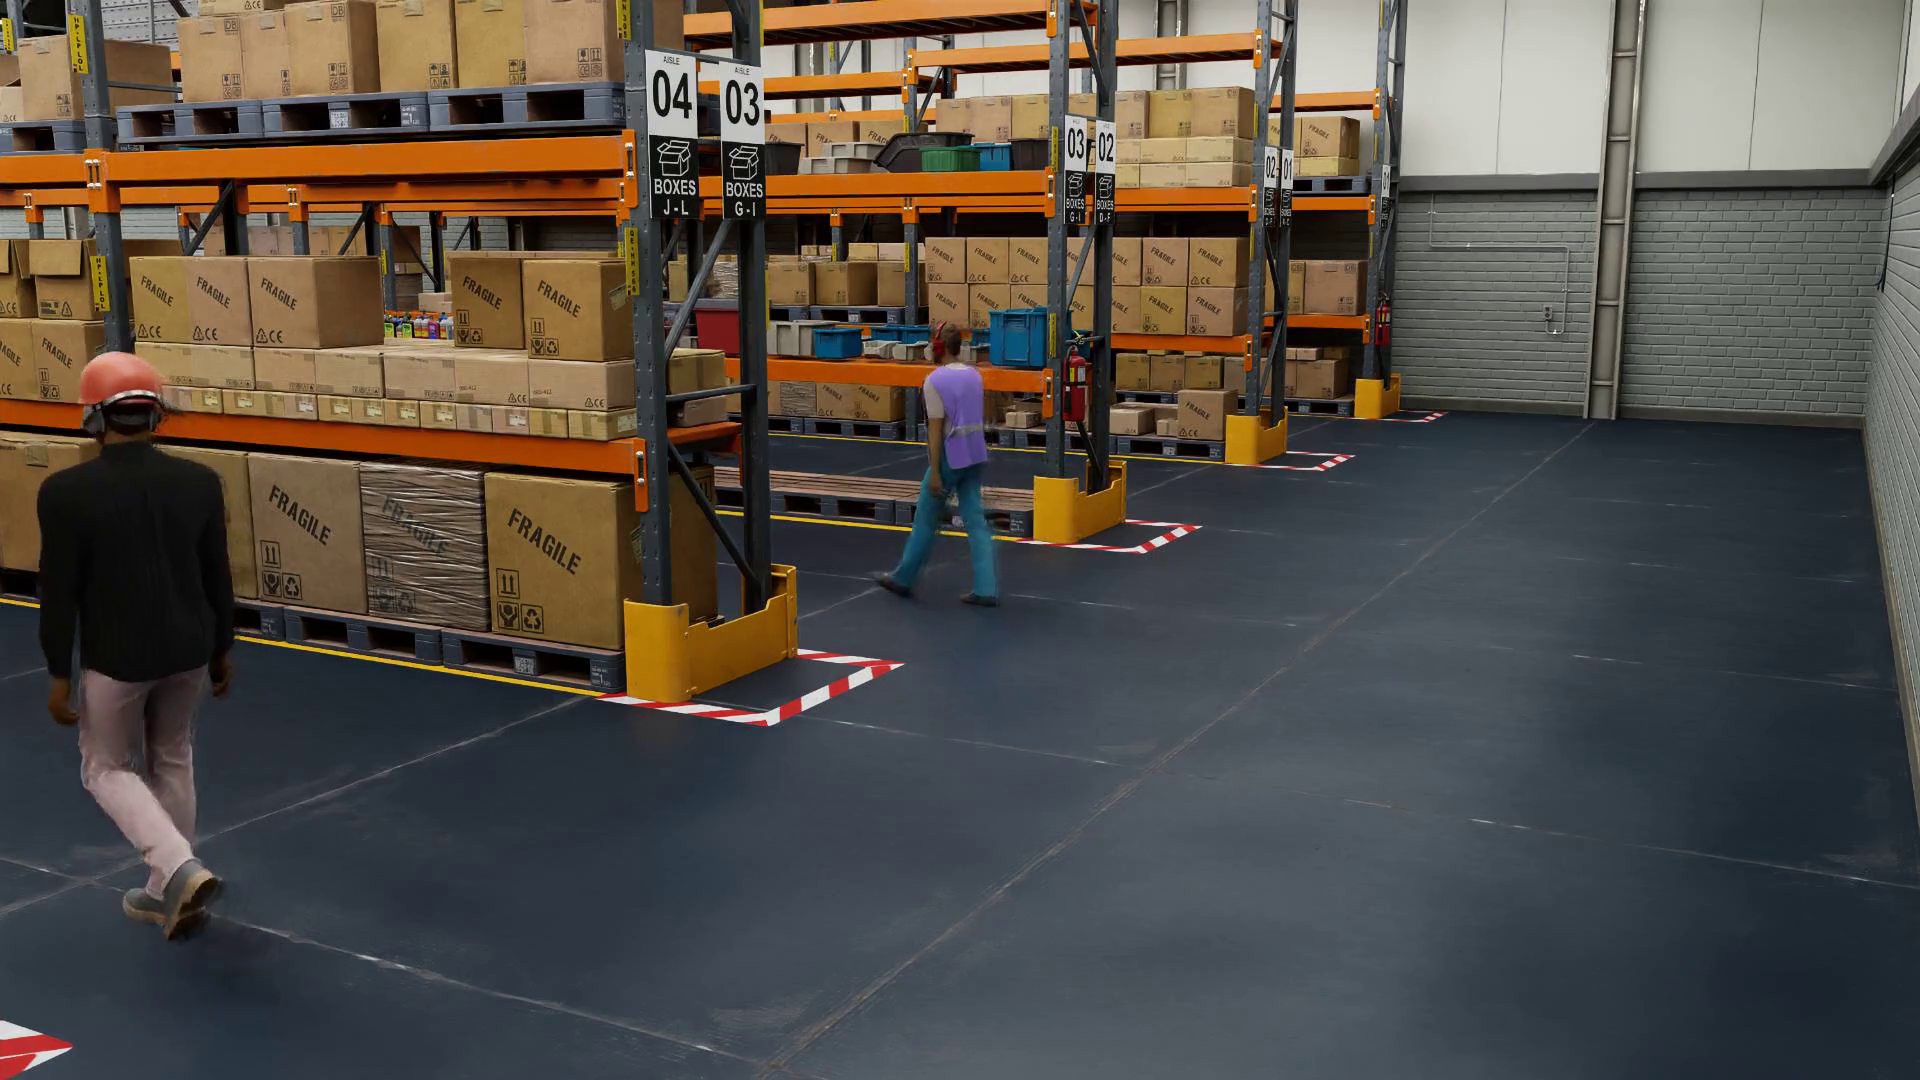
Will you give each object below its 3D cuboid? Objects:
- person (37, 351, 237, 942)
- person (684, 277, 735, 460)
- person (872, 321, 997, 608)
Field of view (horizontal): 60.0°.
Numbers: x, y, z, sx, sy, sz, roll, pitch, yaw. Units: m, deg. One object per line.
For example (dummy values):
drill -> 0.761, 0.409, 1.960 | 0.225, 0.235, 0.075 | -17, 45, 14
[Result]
person -> -2.645, 0.373, 5.477 | 0.628, 1.976, 0.641 | 7, 13, 35
person -> -2.699, -1.828, 17.647 | 0.797, 1.922, 0.626 | 9, 13, 39
person -> -0.138, -0.484, 10.627 | 0.952, 1.800, 0.580 | 8, 13, 38
